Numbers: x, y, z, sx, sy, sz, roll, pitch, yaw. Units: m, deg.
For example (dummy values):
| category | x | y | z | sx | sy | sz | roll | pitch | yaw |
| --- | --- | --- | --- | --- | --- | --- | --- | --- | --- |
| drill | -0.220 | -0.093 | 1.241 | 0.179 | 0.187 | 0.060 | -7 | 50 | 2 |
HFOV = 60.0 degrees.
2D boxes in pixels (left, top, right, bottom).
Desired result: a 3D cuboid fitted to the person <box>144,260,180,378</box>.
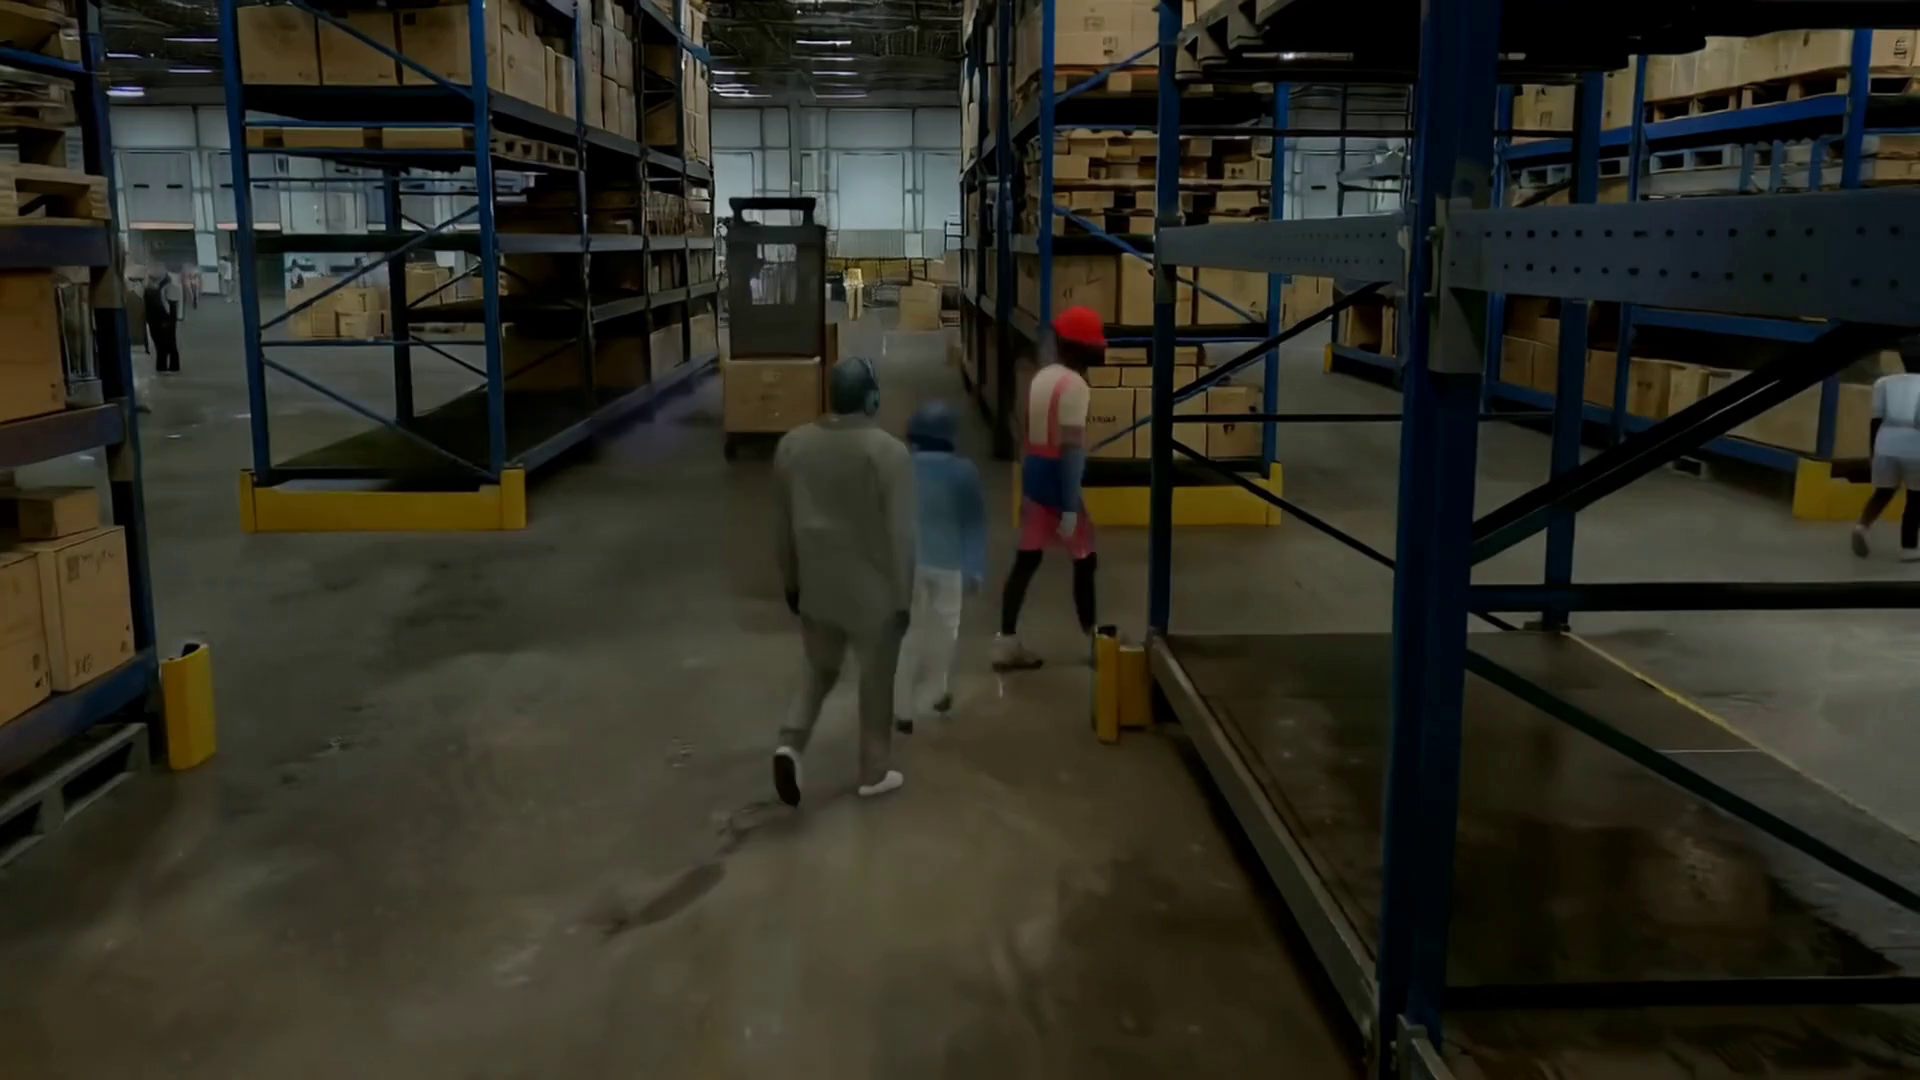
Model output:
| category | x | y | z | sx | sy | sz | roll | pitch | yaw |
| --- | --- | --- | --- | --- | --- | --- | --- | --- | --- |
| person | -13.840 | -3.820 | 28.739 | 0.688 | 2.000 | 0.535 | 6 | 12 | 30 |

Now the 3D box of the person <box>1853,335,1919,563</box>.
| category | x | y | z | sx | sy | sz | roll | pitch | yaw |
| --- | --- | --- | --- | --- | --- | --- | --- | --- | --- |
| person | 6.823 | -0.644 | 12.056 | 0.590 | 1.684 | 0.543 | -7 | 12 | -33 |

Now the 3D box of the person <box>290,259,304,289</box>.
| category | x | y | z | sx | sy | sz | roll | pitch | yaw |
| --- | --- | --- | --- | --- | --- | --- | --- | --- | --- |
| person | -19.603 | -7.385 | 49.194 | 0.421 | 1.832 | 0.523 | 5 | 11 | 24 |

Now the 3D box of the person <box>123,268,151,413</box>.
| category | x | y | z | sx | sy | sz | roll | pitch | yaw |
| --- | --- | --- | --- | --- | --- | --- | --- | --- | --- |
| person | -11.343 | -2.702 | 22.640 | 0.391 | 1.995 | 0.613 | 10 | 14 | 43 |

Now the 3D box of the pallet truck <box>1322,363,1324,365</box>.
| category | x | y | z | sx | sy | sz | roll | pitch | yaw |
| --- | --- | --- | --- | --- | --- | --- | --- | --- | --- |
| pallet truck | 7.712 | -4.157 | 30.737 | 1.885 | 1.965 | 0.823 | 3 | 11 | 16 |

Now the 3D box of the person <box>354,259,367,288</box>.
| category | x | y | z | sx | sy | sz | roll | pitch | yaw |
| --- | --- | --- | --- | --- | --- | --- | --- | --- | --- |
| person | -16.514 | -6.810 | 45.963 | 0.461 | 1.885 | 0.570 | -4 | 11 | -19 |

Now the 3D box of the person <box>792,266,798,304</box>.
| category | x | y | z | sx | sy | sz | roll | pitch | yaw |
| --- | --- | --- | --- | --- | --- | --- | --- | --- | --- |
| person | -4.983 | -7.957 | 52.244 | 0.597 | 1.878 | 0.980 | -9 | 13 | -40 |

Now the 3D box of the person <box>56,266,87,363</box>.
| category | x | y | z | sx | sy | sz | roll | pitch | yaw |
| --- | --- | --- | --- | --- | --- | --- | --- | --- | --- |
| person | -17.189 | -4.386 | 32.221 | 0.554 | 1.927 | 0.536 | -1 | 10 | -4 |

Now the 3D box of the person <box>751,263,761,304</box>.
| category | x | y | z | sx | sy | sz | roll | pitch | yaw |
| --- | --- | --- | --- | --- | --- | --- | --- | --- | --- |
| person | -4.631 | -5.176 | 36.677 | 0.442 | 1.906 | 0.587 | 5 | 11 | 24 |

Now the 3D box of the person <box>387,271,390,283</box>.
| category | x | y | z | sx | sy | sz | roll | pitch | yaw |
| --- | --- | --- | --- | --- | --- | --- | --- | --- | --- |
| person | -18.734 | -8.395 | 55.222 | 0.541 | 1.691 | 0.322 | -9 | 13 | -40 |

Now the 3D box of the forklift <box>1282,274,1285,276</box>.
| category | x | y | z | sx | sy | sz | roll | pitch | yaw |
| --- | --- | --- | --- | --- | --- | --- | --- | --- | --- |
| forklift | 12.179 | -10.613 | 64.245 | 1.129 | 2.768 | 1.873 | 0 | 10 | -2 |

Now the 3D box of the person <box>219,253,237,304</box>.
| category | x | y | z | sx | sy | sz | roll | pitch | yaw |
| --- | --- | --- | --- | --- | --- | --- | --- | --- | --- |
| person | -27.595 | -9.859 | 62.762 | 0.947 | 1.913 | 0.592 | 7 | 12 | 33 |

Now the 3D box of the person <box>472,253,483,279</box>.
| category | x | y | z | sx | sy | sz | roll | pitch | yaw |
| --- | --- | --- | --- | --- | --- | --- | --- | --- | --- |
| person | -16.751 | -9.017 | 57.976 | 0.377 | 1.940 | 0.628 | -9 | 14 | -41 |

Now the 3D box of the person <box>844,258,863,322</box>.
| category | x | y | z | sx | sy | sz | roll | pitch | yaw |
| --- | --- | --- | --- | --- | --- | --- | --- | --- | --- |
| person | -3.116 | -7.289 | 48.543 | 0.567 | 1.878 | 0.350 | -5 | 11 | -24 |

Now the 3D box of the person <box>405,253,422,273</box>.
| category | x | y | z | sx | sy | sz | roll | pitch | yaw |
| --- | --- | --- | --- | --- | --- | --- | --- | --- | --- |
| person | -20.361 | -9.738 | 62.020 | 0.588 | 1.930 | 0.359 | -4 | 11 | -20 |

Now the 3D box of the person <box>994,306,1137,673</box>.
| category | x | y | z | sx | sy | sz | roll | pitch | yaw |
| --- | --- | --- | --- | --- | --- | --- | --- | --- | --- |
| person | 0.591 | -0.269 | 9.067 | 0.944 | 1.989 | 0.768 | -4 | 11 | -23 |

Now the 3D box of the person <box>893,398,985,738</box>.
| category | x | y | z | sx | sy | sz | roll | pitch | yaw |
| --- | --- | --- | --- | --- | --- | --- | --- | --- | --- |
| person | -0.169 | 0.116 | 8.011 | 0.625 | 1.590 | 0.727 | 2 | 10 | 12 |

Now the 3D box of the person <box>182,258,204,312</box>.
| category | x | y | z | sx | sy | sz | roll | pitch | yaw |
| --- | --- | --- | --- | --- | --- | --- | --- | --- | --- |
| person | -25.785 | -8.581 | 55.915 | 0.869 | 1.816 | 0.632 | 10 | 14 | 43 |

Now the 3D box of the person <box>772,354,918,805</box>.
| category | x | y | z | sx | sy | sz | roll | pitch | yaw |
| --- | --- | --- | --- | --- | --- | --- | --- | --- | --- |
| person | -0.487 | 0.190 | 6.824 | 0.642 | 1.893 | 0.683 | 4 | 11 | 22 |

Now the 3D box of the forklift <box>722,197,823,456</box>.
| category | x | y | z | sx | sy | sz | roll | pitch | yaw |
| --- | --- | --- | --- | --- | --- | --- | --- | --- | --- |
| forklift | -2.051 | -2.398 | 18.480 | 1.129 | 2.768 | 1.873 | 0 | 10 | -2 |
